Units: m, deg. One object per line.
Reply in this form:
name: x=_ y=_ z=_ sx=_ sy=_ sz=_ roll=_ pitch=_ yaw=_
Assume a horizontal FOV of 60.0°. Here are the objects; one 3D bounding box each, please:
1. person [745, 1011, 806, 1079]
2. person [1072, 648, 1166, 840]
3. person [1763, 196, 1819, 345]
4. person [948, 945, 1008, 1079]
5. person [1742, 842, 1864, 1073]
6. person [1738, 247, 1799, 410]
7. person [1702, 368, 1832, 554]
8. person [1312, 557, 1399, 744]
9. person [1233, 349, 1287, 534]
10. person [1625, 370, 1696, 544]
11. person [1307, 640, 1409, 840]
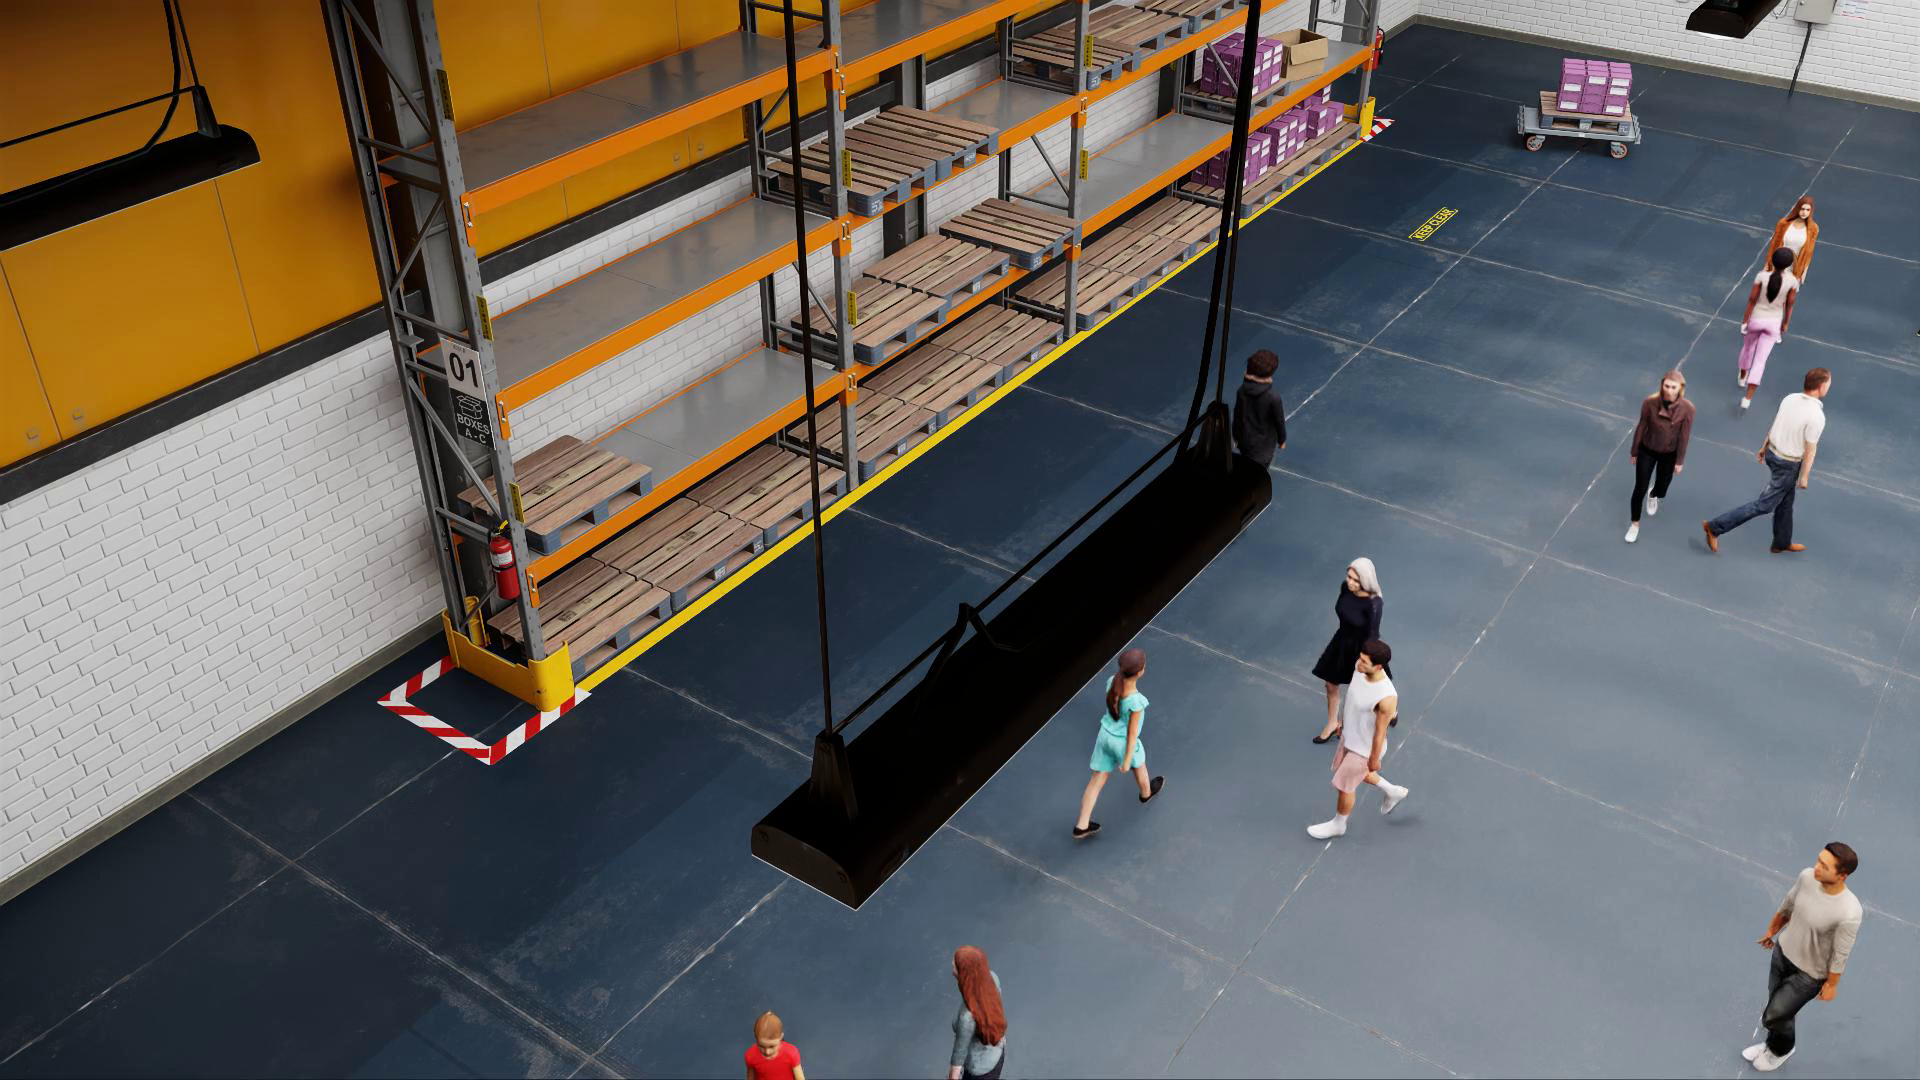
person: x=-1.042 y=3.121 z=9.507 sx=0.814 sy=1.287 sz=0.898 roll=-4 pitch=34 yaw=-6
person: x=1.067 y=1.477 z=11.781 sx=1.173 sy=1.507 sz=0.712 roll=-26 pitch=42 yaw=-33
person: x=9.081 y=-3.000 z=18.325 sx=0.644 sy=1.718 sz=0.622 roll=14 pitch=36 yaw=19
person: x=0.192 y=2.970 z=9.333 sx=0.761 sy=1.730 sz=0.686 roll=11 pitch=35 yaw=16
person: x=5.138 y=2.507 z=9.972 sx=0.842 sy=1.793 sz=0.784 roll=-6 pitch=34 yaw=-9
person: x=8.238 y=-2.143 z=17.053 sx=0.727 sy=1.700 sz=1.202 roll=15 pitch=36 yaw=21
person: x=7.185 y=-0.659 z=14.724 sx=1.197 sy=1.805 sz=1.232 roll=1 pitch=34 yaw=2
person: x=3.040 y=0.841 z=12.547 sx=1.092 sy=1.718 sz=0.902 roll=-18 pitch=38 yaw=-25
person: x=2.666 y=-0.856 z=15.071 sx=0.689 sy=1.750 sz=1.117 roll=26 pitch=41 yaw=33
person: x=6.322 y=-0.798 z=15.039 sx=0.696 sy=1.689 sz=0.897 roll=15 pitch=37 yaw=22
person: x=2.906 y=1.393 z=11.673 sx=1.075 sy=1.767 sz=1.031 roll=-3 pitch=34 yaw=-5
